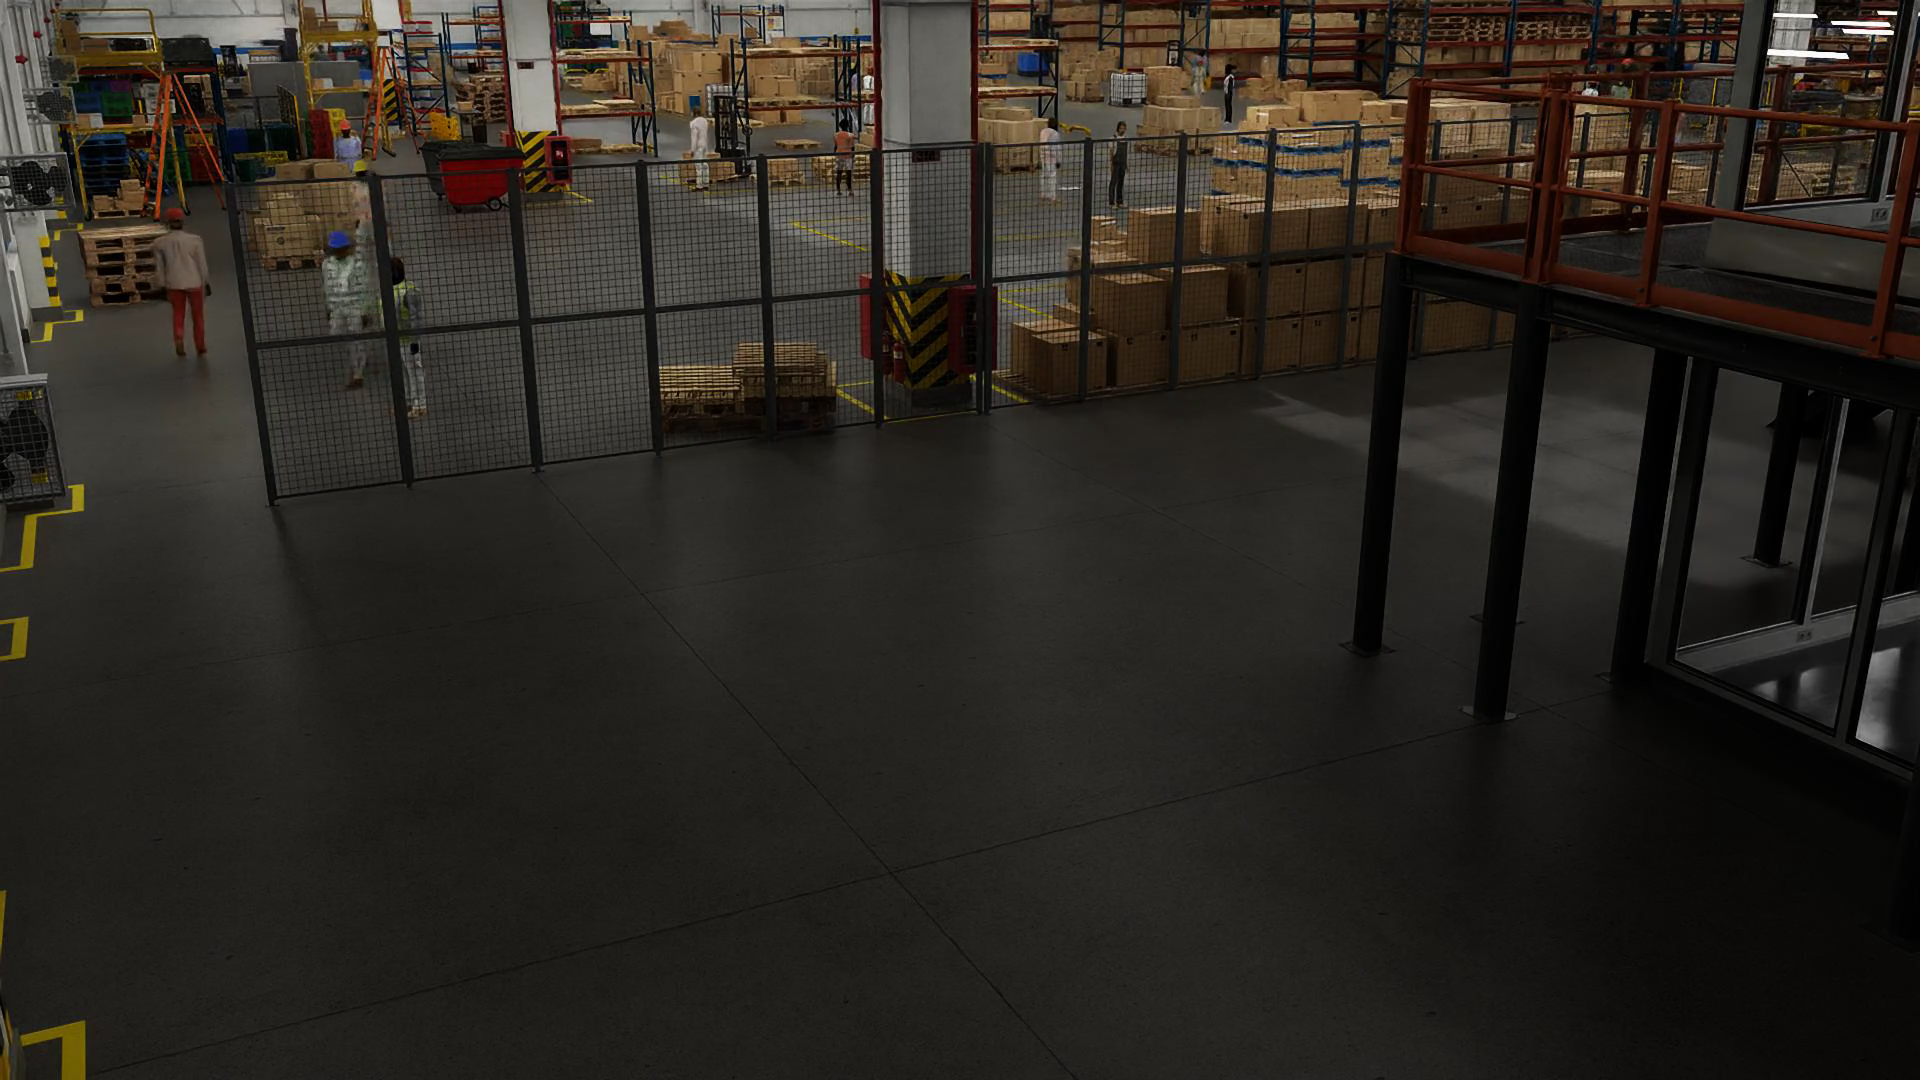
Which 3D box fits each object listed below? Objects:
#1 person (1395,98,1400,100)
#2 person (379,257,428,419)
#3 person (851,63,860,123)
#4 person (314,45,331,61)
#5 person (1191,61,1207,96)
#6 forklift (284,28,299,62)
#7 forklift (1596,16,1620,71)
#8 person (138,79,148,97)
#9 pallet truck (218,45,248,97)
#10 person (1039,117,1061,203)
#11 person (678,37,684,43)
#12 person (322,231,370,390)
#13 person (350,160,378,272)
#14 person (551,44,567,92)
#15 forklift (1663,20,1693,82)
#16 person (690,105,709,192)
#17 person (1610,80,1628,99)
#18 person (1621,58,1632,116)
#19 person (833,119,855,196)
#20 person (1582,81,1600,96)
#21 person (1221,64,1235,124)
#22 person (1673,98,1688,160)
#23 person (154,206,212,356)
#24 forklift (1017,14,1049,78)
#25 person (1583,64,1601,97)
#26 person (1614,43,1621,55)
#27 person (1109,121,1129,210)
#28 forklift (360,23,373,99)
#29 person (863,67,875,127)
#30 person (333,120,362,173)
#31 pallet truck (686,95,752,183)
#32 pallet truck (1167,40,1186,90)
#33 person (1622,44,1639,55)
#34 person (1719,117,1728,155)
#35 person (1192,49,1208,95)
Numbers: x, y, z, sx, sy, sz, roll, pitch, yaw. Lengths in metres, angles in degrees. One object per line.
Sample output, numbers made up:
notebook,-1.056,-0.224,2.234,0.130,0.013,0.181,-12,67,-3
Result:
person,10.829,-9.939,41.034,0.873,1.847,0.604,-6,20,-17
person,-6.341,-2.296,18.904,0.619,1.839,0.430,17,25,40
person,-3.449,-14.699,54.742,0.398,1.919,0.582,0,19,1
person,-26.133,-19.361,68.290,1.004,1.896,0.645,17,25,41
person,8.906,-17.015,61.942,0.540,1.583,0.871,-2,19,-4
forklift,-24.033,-17.060,60.125,1.873,2.768,1.129,-9,21,-25
forklift,29.227,-22.263,75.205,1.129,2.768,1.873,-10,21,-26
person,-25.152,-13.426,51.478,0.525,1.632,0.321,9,21,24
pallet truck,-28.879,-18.665,66.111,0.823,1.965,1.885,-3,19,-9
person,1.981,-8.278,36.252,0.429,1.841,0.629,-11,22,-30
person,-12.576,-21.736,75.113,0.544,1.926,0.405,18,26,41
person,-7.429,-2.781,20.156,0.636,1.934,0.423,5,20,14
person,-9.934,-5.372,27.750,0.611,1.881,0.958,5,20,15
person,-16.465,-19.393,68.330,0.640,1.925,0.431,-6,20,-17
forklift,29.452,-19.989,68.615,1.873,2.768,1.129,-9,21,-25
person,-5.969,-8.944,38.020,0.372,1.940,0.632,7,20,20
person,20.832,-13.798,52.614,0.523,1.588,0.864,6,20,16
person,22.697,-15.440,56.807,0.568,1.973,0.611,-1,19,-4
person,-2.604,-8.617,37.453,0.535,1.694,0.321,7,20,21
person,18.073,-12.298,47.747,0.368,1.933,0.552,-10,21,-27
person,8.773,-14.563,54.335,0.392,1.922,0.590,-1,19,-3
person,18.343,-10.458,42.696,0.531,1.748,0.716,5,20,15
person,-10.157,-3.362,21.785,0.633,1.981,0.552,-4,20,-12
forklift,3.713,-22.959,77.224,1.873,2.768,1.129,-9,21,-25
person,19.809,-13.871,52.146,0.536,2.000,0.684,2,19,4
person,30.197,-22.053,76.525,0.509,1.604,0.775,-8,20,-21
person,3.373,-7.935,35.244,0.504,1.840,0.345,-15,24,-38
forklift,-22.870,-18.762,65.057,1.873,2.768,1.129,-10,22,-28
person,-2.898,-14.264,53.545,0.574,1.877,0.355,18,26,42
person,-12.630,-7.703,34.422,0.552,1.937,0.356,-9,21,-24
pallet truck,-5.836,-9.608,39.856,0.823,1.965,1.885,10,22,27
pallet truck,9.045,-19.971,69.895,0.823,1.965,1.885,-3,19,-8
person,30.425,-21.895,75.689,0.637,1.858,0.928,-3,19,-8
person,16.163,-7.959,35.169,0.364,1.934,0.552,10,21,26
person,9.656,-18.846,66.918,0.618,1.813,0.883,-15,24,-37
